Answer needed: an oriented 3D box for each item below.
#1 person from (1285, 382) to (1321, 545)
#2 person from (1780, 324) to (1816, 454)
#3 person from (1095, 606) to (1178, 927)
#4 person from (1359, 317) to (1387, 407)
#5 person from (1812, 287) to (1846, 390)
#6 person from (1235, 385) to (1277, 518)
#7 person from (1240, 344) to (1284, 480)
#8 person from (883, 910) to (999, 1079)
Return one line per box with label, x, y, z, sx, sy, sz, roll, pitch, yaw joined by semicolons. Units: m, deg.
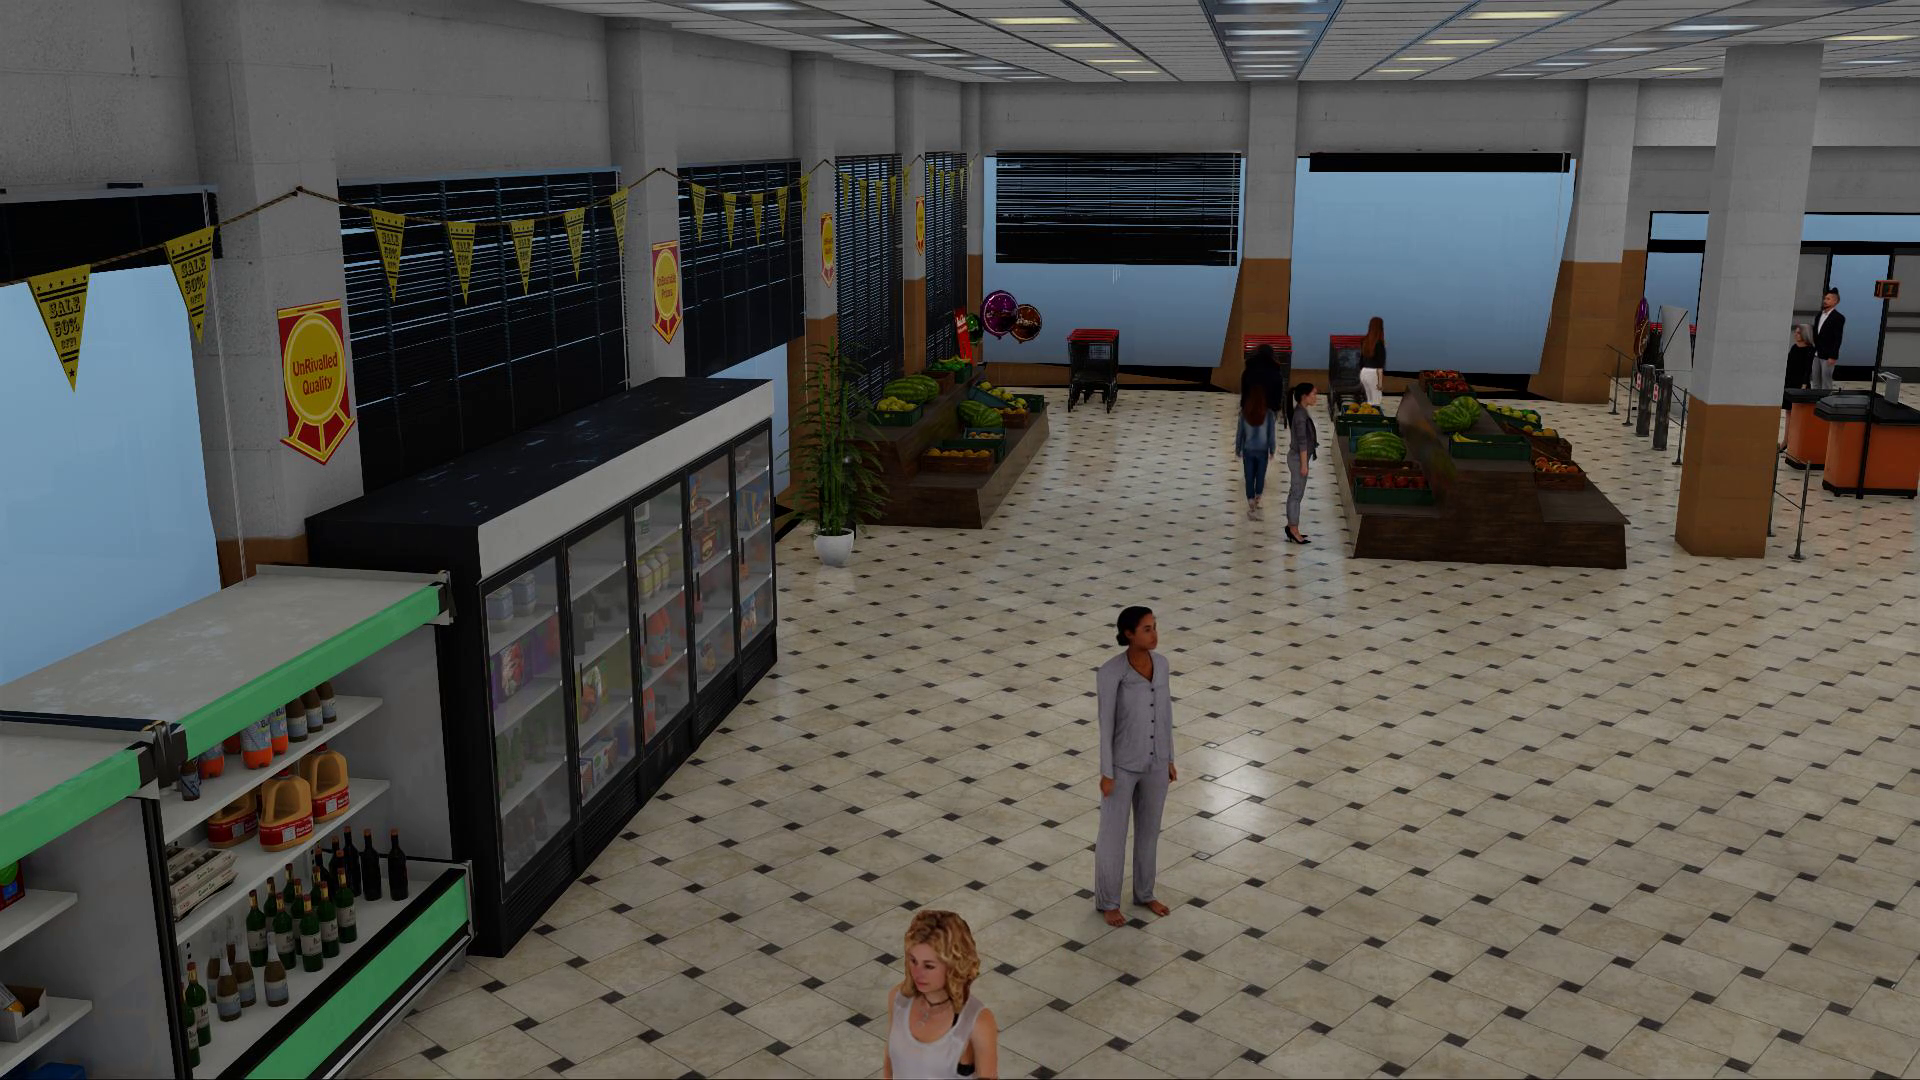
person;3.535;-0.813;17.338;0.678;1.680;0.527;2;14;7
person;11.116;-2.006;22.113;0.739;1.747;0.627;-3;14;-13
person;0.937;1.188;8.971;0.715;1.735;0.750;-7;15;-28
person;5.705;-2.259;23.293;0.944;1.683;0.943;-6;15;-25
person;13.088;-2.844;25.141;0.847;1.948;0.686;-3;14;-12
person;3.274;-0.959;18.436;0.594;1.445;0.954;2;14;8
person;3.684;-1.575;20.513;0.710;1.665;0.700;4;14;18
person;-0.051;2.023;5.662;0.683;1.671;0.676;9;16;33
